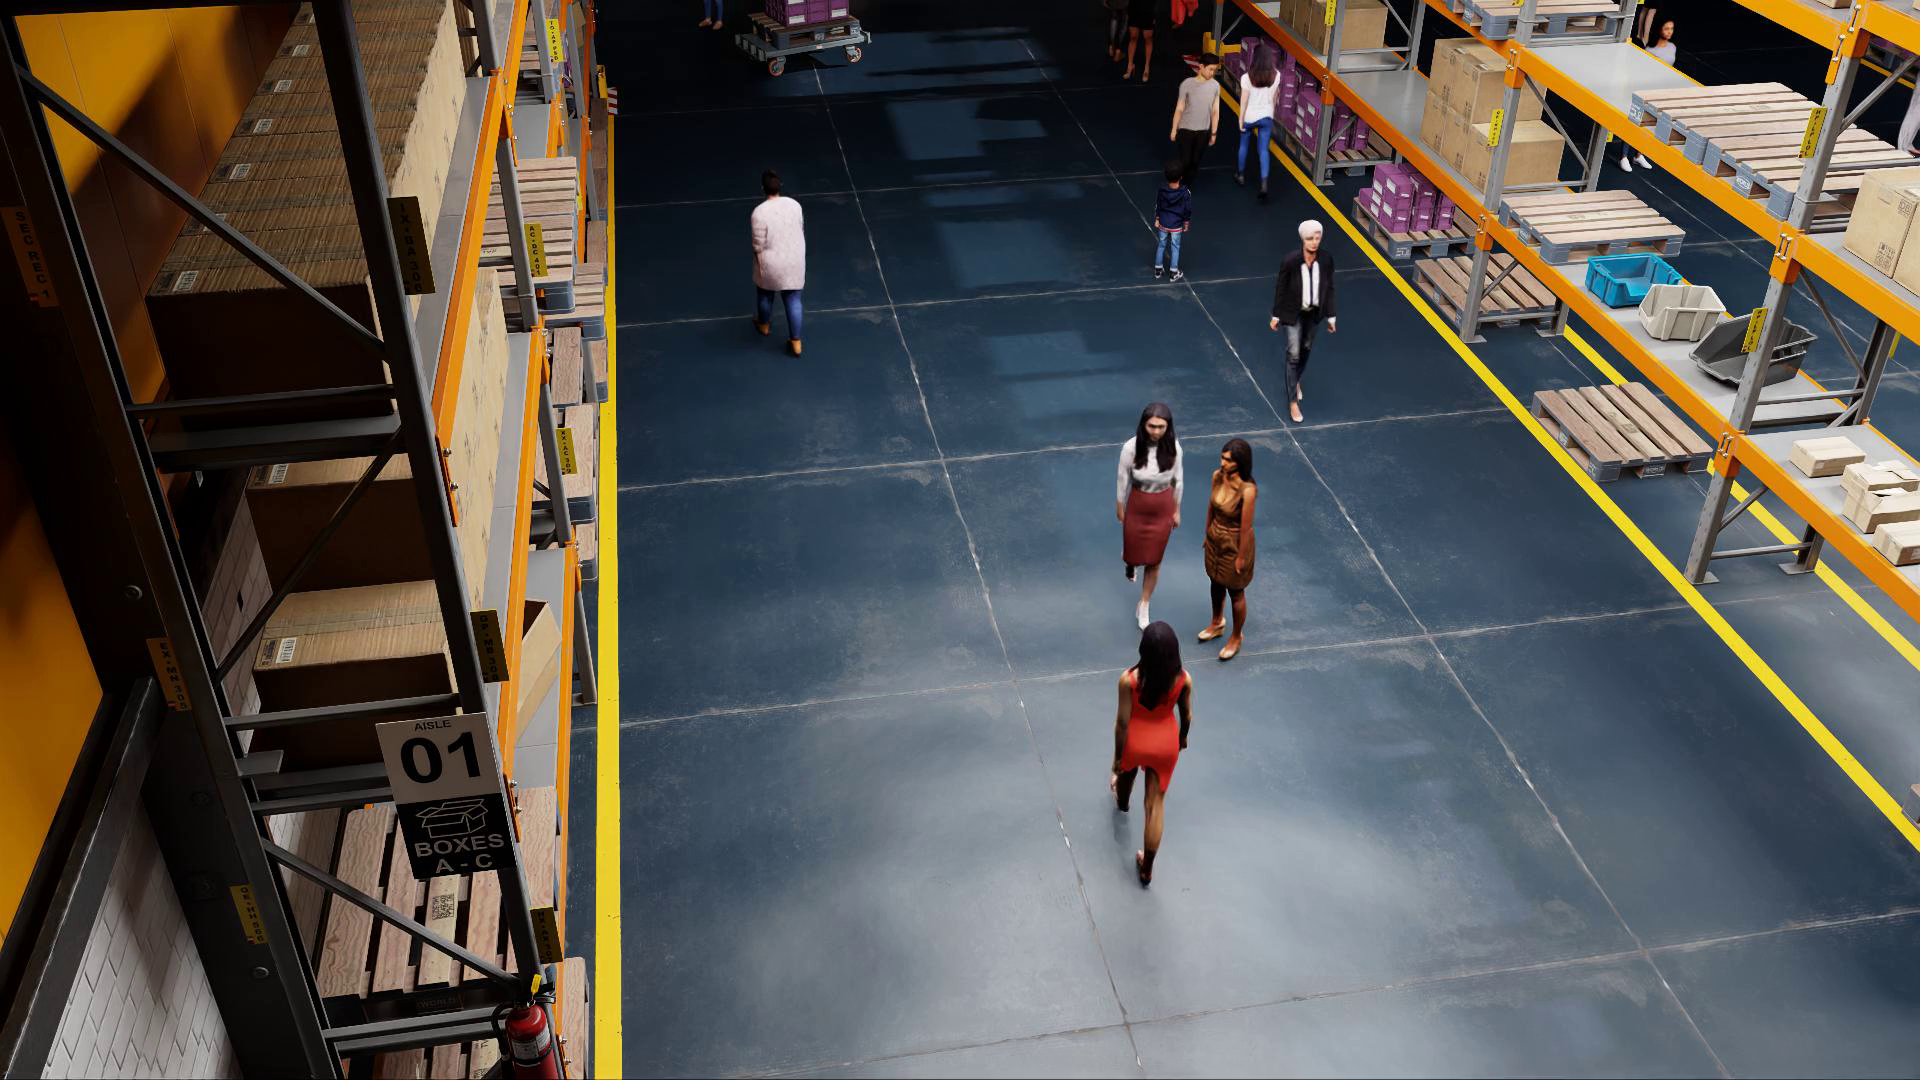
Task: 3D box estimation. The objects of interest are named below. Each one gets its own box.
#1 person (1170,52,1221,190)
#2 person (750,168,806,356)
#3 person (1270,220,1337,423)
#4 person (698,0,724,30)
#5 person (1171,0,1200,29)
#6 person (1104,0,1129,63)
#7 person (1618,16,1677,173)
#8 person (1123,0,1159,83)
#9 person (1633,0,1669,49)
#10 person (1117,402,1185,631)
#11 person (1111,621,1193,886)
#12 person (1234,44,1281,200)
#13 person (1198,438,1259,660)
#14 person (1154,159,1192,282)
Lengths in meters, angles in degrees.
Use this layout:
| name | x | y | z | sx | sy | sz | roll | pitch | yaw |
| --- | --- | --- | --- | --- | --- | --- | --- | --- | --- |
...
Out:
| name | x | y | z | sx | sy | sz | roll | pitch | yaw |
| --- | --- | --- | --- | --- | --- | --- | --- | --- | --- |
| person | 2.528 | -4.475 | 18.059 | 0.650 | 1.687 | 0.643 | -4 | 34 | -6 |
| person | -1.604 | -2.488 | 15.049 | 0.833 | 1.710 | 1.061 | -13 | 36 | -19 |
| person | 2.958 | -1.962 | 14.259 | 0.781 | 1.748 | 0.983 | -3 | 34 | -5 |
| person | -3.558 | -8.079 | 23.548 | 0.656 | 1.612 | 0.698 | 18 | 38 | 25 |
| person | 3.205 | -8.185 | 23.551 | 0.888 | 1.785 | 0.975 | 15 | 37 | 22 |
| person | 2.137 | -7.236 | 22.197 | 0.739 | 1.704 | 0.773 | 14 | 36 | 20 |
| person | 7.844 | -5.088 | 18.936 | 0.640 | 1.736 | 0.582 | -12 | 35 | -17 |
| person | 2.359 | -6.795 | 21.591 | 0.708 | 1.640 | 0.769 | 17 | 37 | 23 |
| person | 9.494 | -7.570 | 22.660 | 0.677 | 1.747 | 0.531 | -2 | 34 | -3 |
| person | 1.311 | -0.204 | 11.587 | 0.688 | 1.738 | 0.836 | 0 | 34 | 0 |
| person | 1.087 | 1.251 | 9.451 | 0.706 | 1.678 | 1.078 | -2 | 34 | -3 |
| person | 3.283 | -4.530 | 18.172 | 0.677 | 1.652 | 1.109 | -2 | 34 | -3 |
| person | 1.831 | 0.045 | 11.260 | 0.691 | 1.686 | 0.577 | -21 | 39 | -28 |
| person | 2.099 | -3.187 | 16.543 | 0.586 | 1.219 | 0.621 | 16 | 37 | 22 |
